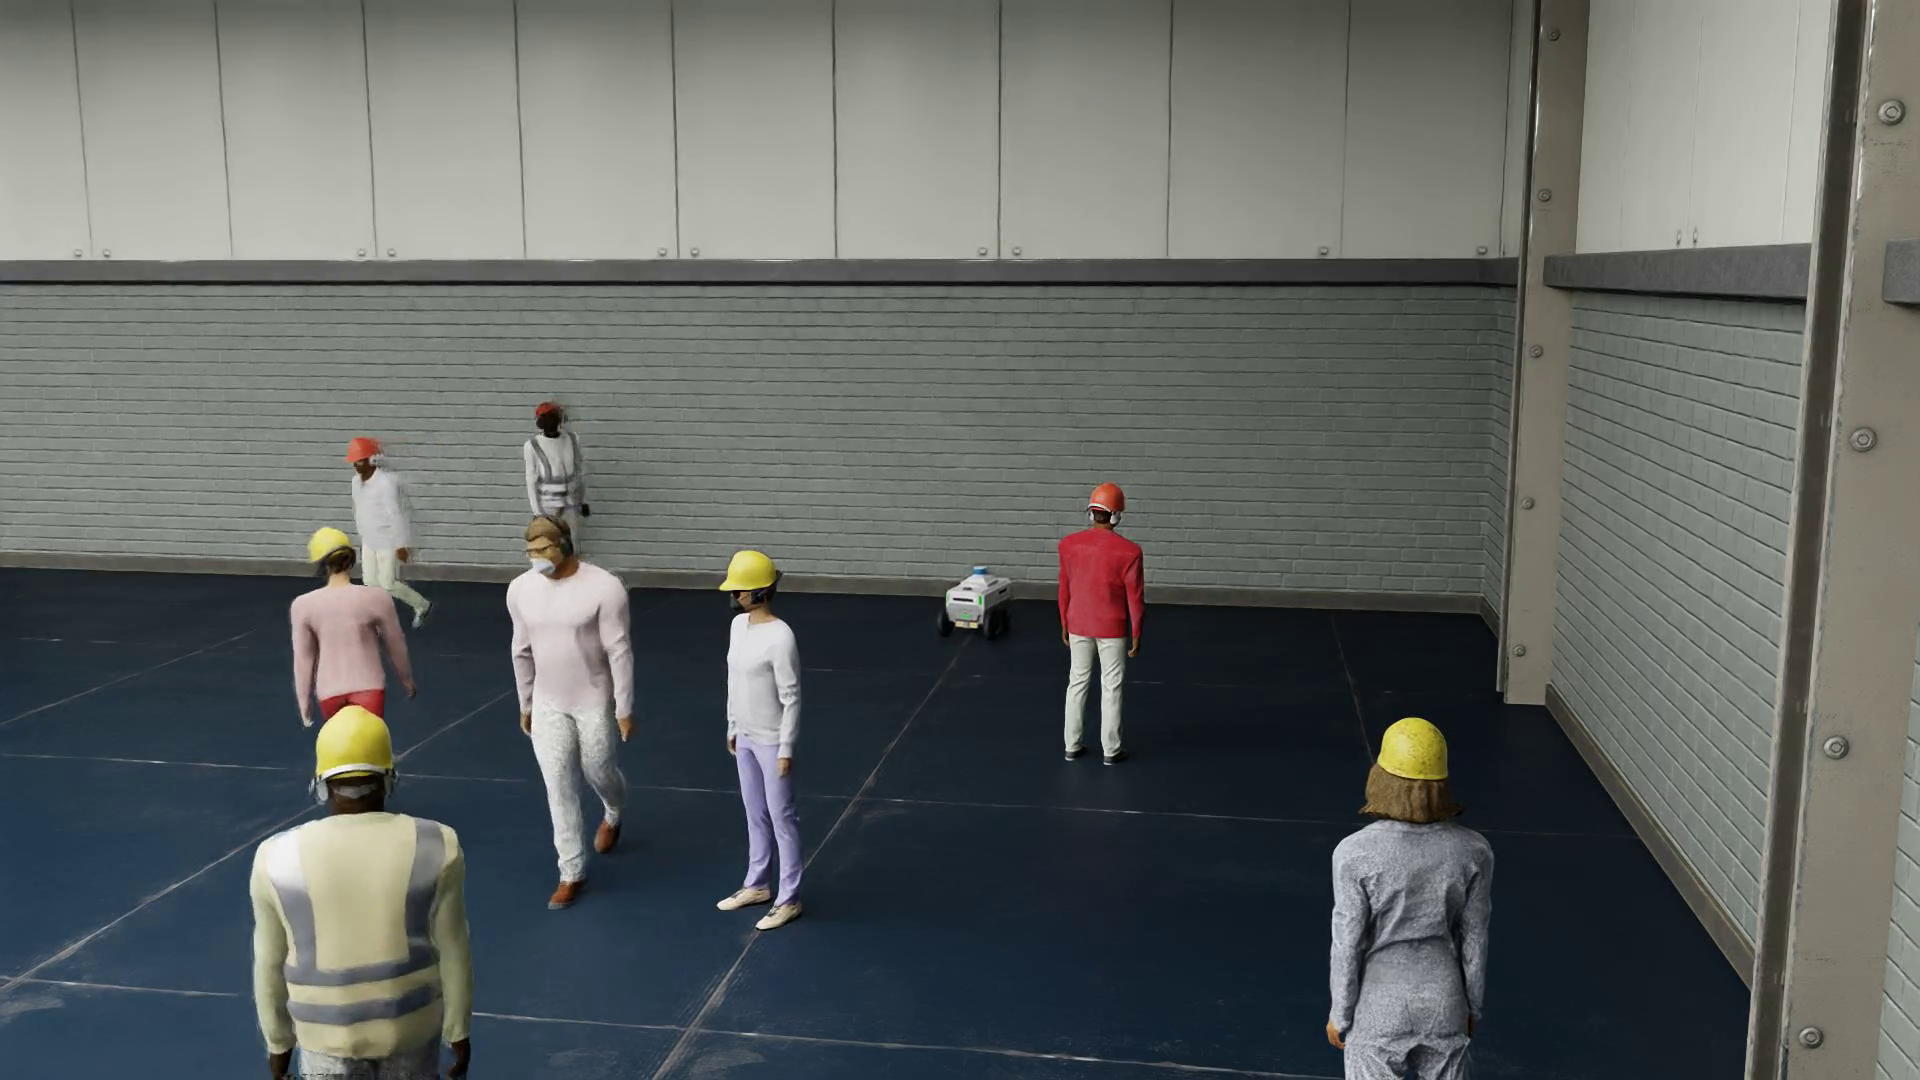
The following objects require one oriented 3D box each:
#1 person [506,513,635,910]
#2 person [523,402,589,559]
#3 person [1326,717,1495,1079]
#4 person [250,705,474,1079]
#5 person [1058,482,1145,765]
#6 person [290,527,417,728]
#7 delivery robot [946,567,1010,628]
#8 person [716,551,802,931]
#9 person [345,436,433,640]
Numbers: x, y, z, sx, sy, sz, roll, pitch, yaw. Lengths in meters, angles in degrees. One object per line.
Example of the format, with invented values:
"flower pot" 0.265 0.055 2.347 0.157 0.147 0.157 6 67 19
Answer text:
"person" -1.867 0.778 8.195 0.647 1.895 0.862 2 9 10
"person" -3.629 -0.325 15.064 0.343 1.865 0.672 9 13 43
"person" 1.313 1.377 4.922 0.486 1.744 0.294 -1 9 -7
"person" -1.684 1.381 4.724 0.596 1.810 0.764 -3 10 -18
"person" 0.873 0.515 10.239 0.568 1.746 0.343 5 10 26
"person" -3.183 0.787 8.680 0.542 1.708 0.955 0 9 -2
"delivery robot" 0.159 0.467 13.899 0.477 0.478 0.707 4 10 22
"person" -0.927 0.917 7.698 0.329 1.765 0.525 -7 11 -37
"person" -4.697 -0.013 13.591 0.570 1.719 0.620 7 11 36
